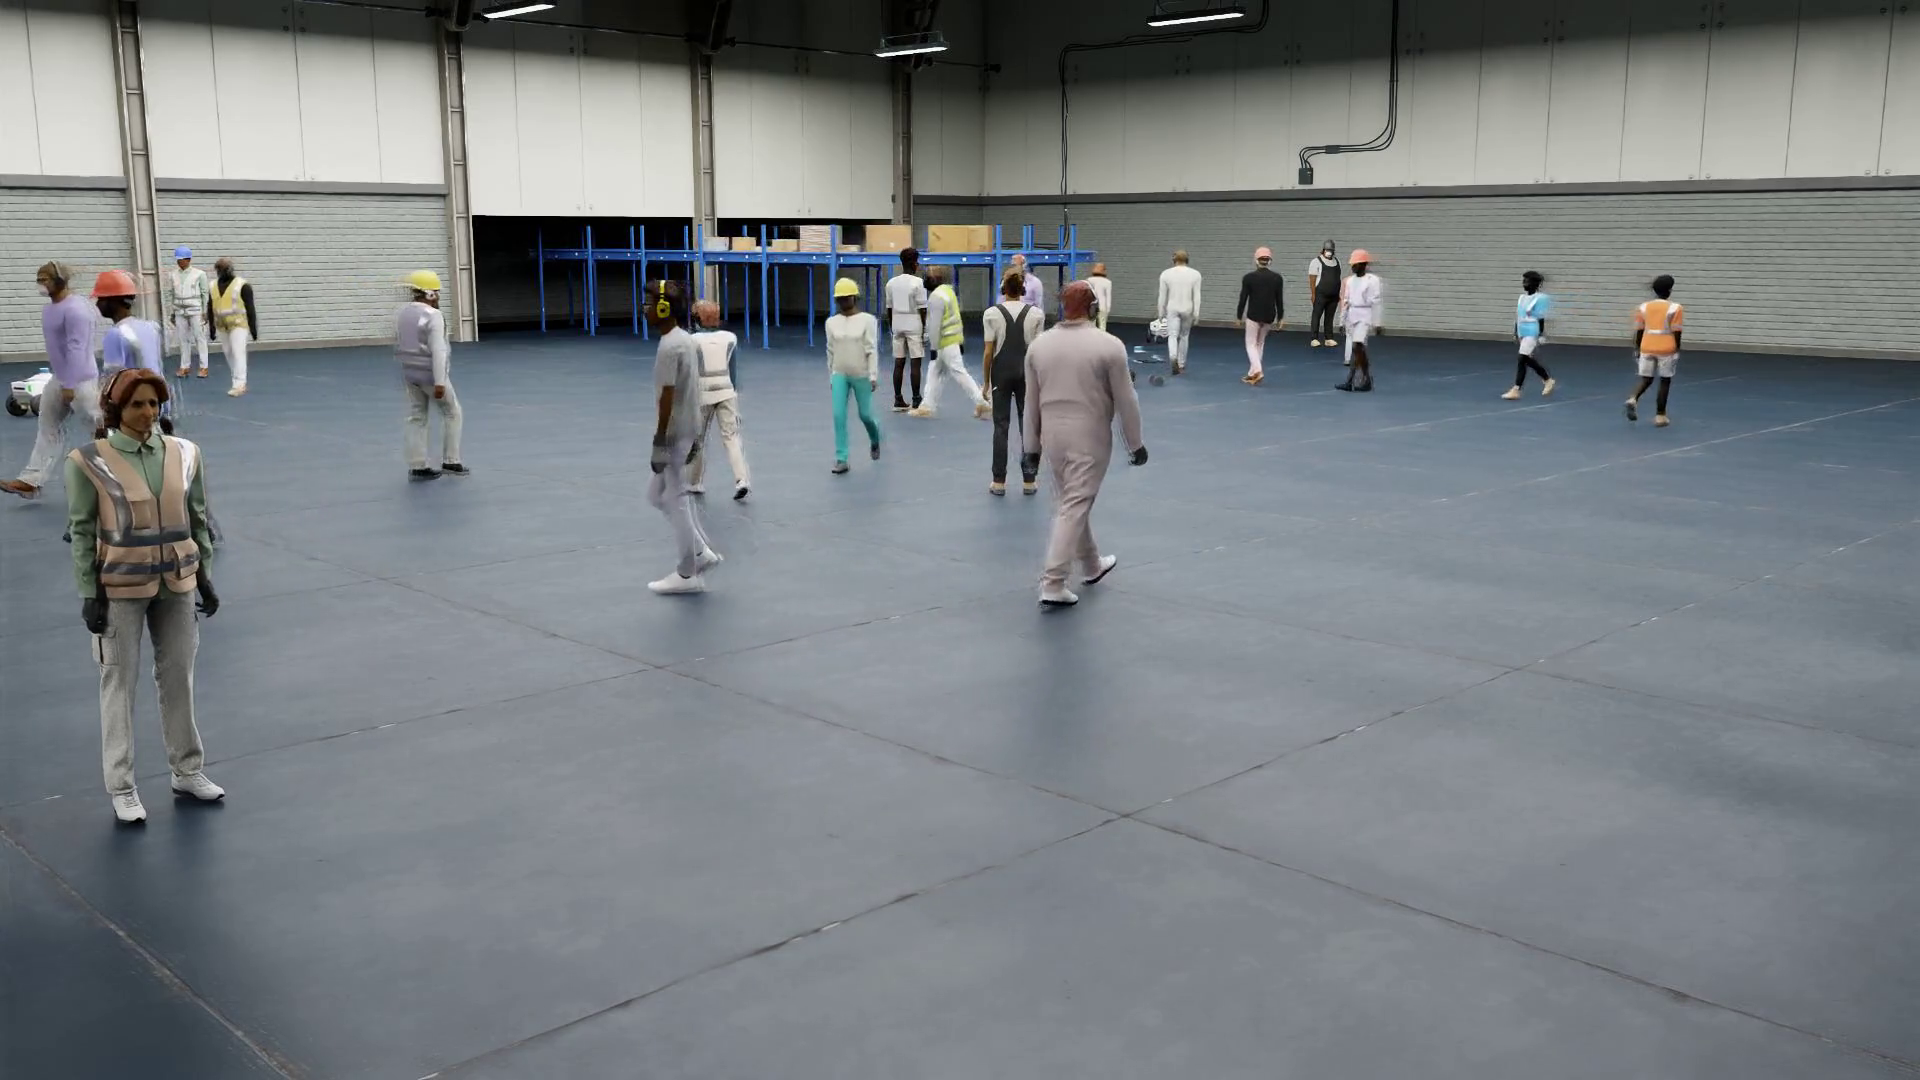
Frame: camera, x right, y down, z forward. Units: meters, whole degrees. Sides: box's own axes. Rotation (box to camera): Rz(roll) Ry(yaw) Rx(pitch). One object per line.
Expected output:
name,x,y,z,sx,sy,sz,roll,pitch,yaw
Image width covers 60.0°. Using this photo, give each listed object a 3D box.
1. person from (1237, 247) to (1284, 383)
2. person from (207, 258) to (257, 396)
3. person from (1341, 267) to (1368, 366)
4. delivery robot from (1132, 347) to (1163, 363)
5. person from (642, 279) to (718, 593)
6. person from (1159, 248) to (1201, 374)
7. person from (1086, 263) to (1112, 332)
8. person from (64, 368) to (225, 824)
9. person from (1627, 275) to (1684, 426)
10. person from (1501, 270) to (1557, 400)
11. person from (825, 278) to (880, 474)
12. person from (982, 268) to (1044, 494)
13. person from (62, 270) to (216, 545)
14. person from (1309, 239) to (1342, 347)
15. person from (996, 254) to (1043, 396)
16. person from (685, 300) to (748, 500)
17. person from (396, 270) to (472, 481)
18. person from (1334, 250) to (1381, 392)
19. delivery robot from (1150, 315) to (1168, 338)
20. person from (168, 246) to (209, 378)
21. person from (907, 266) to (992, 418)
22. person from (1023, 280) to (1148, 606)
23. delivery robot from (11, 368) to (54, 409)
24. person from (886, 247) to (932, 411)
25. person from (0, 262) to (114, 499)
person,4.264,-3.195,23.722,0.669,1.940,0.730,-2,11,-13
person,-9.749,-2.863,22.287,0.633,1.847,0.521,2,11,11
person,6.470,-3.722,27.064,0.532,1.772,0.300,2,11,12
delivery robot,2.512,-2.623,23.538,0.698,0.223,0.335,-2,11,-11
person,-1.721,-0.604,9.819,0.383,1.855,0.555,0,10,-2
person,3.349,-3.481,25.372,0.635,1.916,0.855,1,10,5
person,2.476,-4.169,29.889,0.518,1.618,0.545,4,11,22
person,-2.978,0.190,6.090,0.308,1.639,0.511,7,13,35
person,7.714,-2.096,18.443,0.566,1.684,0.539,-8,13,-39
person,7.451,-2.671,21.611,0.797,1.667,0.538,-2,11,-13
person,-0.954,-1.505,15.052,0.521,1.737,0.718,3,11,15
person,0.438,-1.303,13.667,0.514,1.844,0.333,-1,10,-5
person,-5.554,-0.862,11.178,1.013,1.883,0.558,-1,10,-6
person,7.047,-4.721,31.888,0.682,2.000,0.536,-4,11,-21
person,0.795,-2.897,22.331,0.664,1.864,0.994,6,12,28
person,-1.982,-1.132,13.431,0.505,1.604,0.858,-6,12,-30
person,-4.577,-1.439,14.510,0.596,1.812,0.613,7,12,33
person,5.308,-2.951,22.474,0.882,1.904,0.578,-6,12,-30
delivery robot,3.979,-4.195,32.818,0.477,0.478,0.707,-1,11,-6
person,-11.521,-3.404,24.847,0.617,1.943,0.396,1,10,5
person,-0.094,-2.281,19.245,0.993,1.777,0.631,2,11,9
person,0.725,-0.576,9.700,0.654,1.847,1.020,8,13,37
delivery robot,-10.852,-1.797,19.740,0.477,0.478,0.707,4,11,23
person,-0.611,-2.530,20.029,0.607,1.966,0.367,7,13,35
person,-7.197,-1.252,13.252,0.660,1.888,0.990,8,13,38
